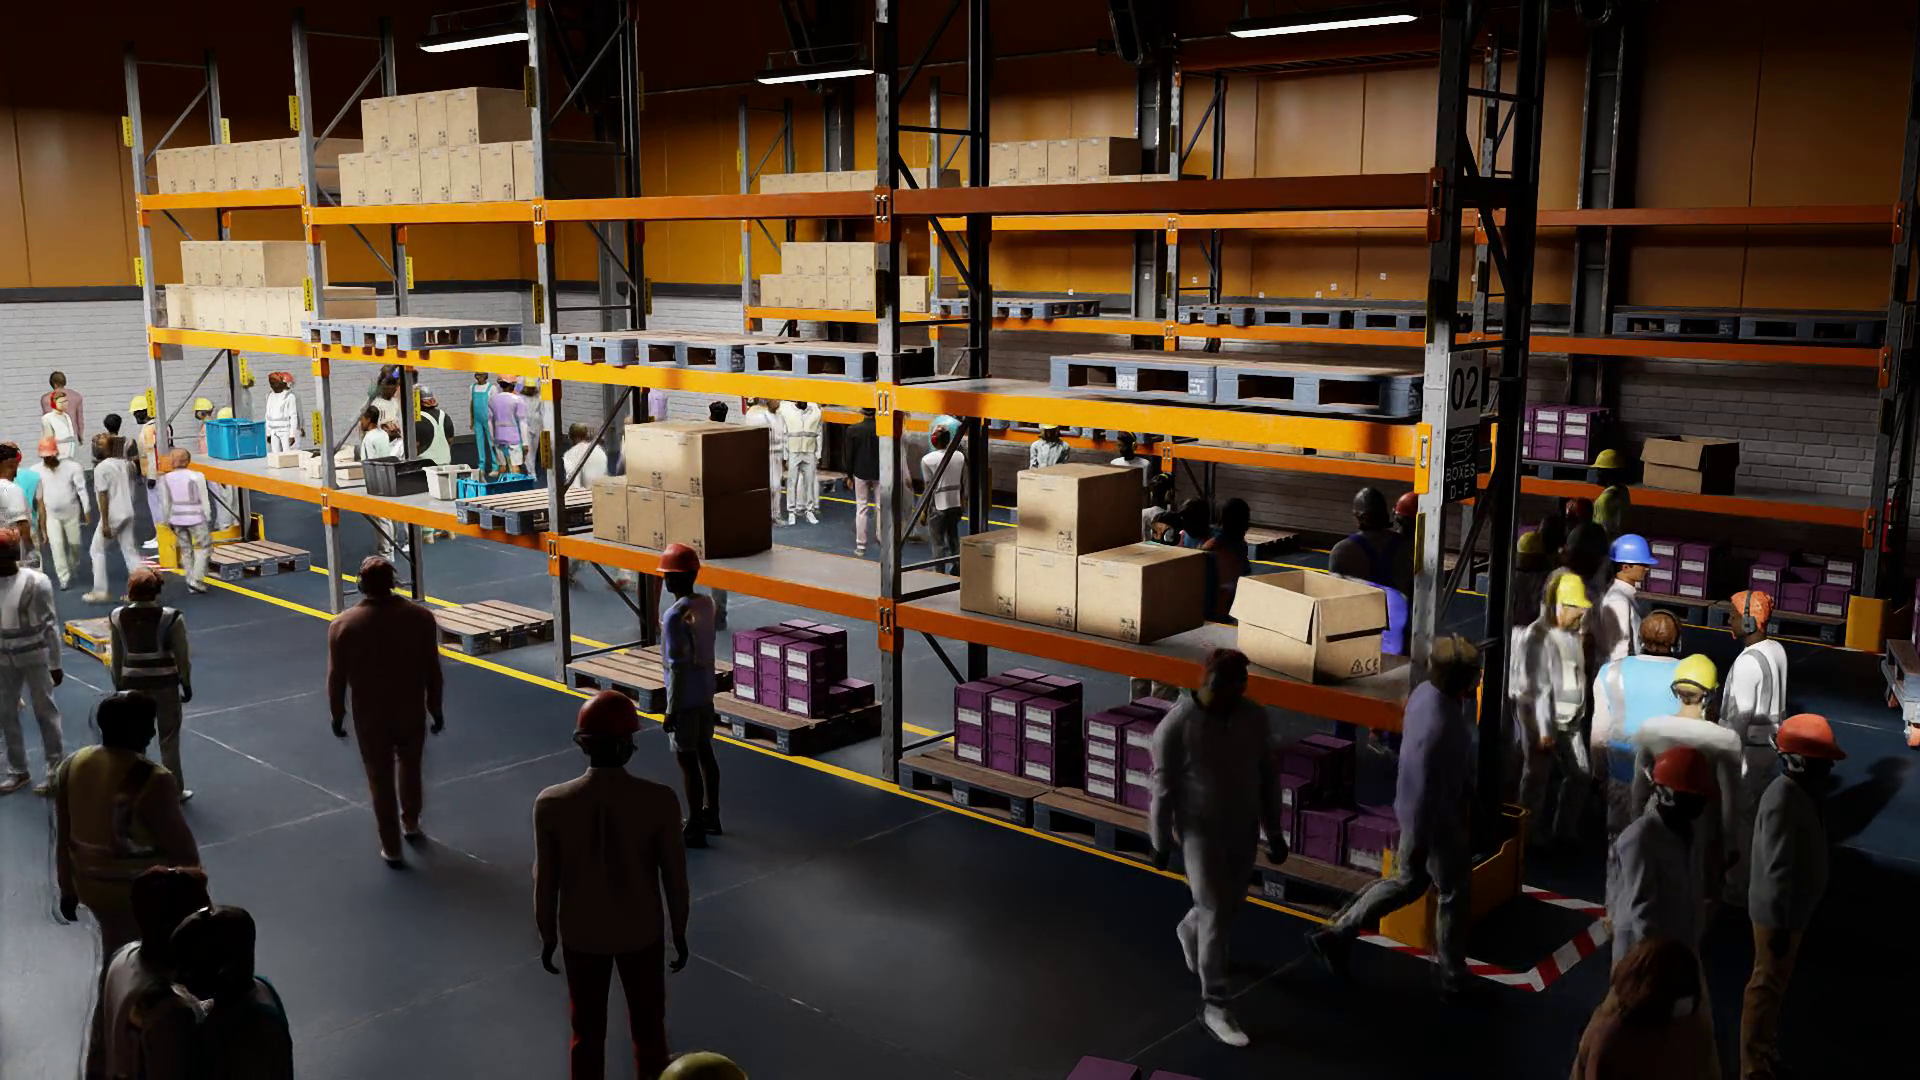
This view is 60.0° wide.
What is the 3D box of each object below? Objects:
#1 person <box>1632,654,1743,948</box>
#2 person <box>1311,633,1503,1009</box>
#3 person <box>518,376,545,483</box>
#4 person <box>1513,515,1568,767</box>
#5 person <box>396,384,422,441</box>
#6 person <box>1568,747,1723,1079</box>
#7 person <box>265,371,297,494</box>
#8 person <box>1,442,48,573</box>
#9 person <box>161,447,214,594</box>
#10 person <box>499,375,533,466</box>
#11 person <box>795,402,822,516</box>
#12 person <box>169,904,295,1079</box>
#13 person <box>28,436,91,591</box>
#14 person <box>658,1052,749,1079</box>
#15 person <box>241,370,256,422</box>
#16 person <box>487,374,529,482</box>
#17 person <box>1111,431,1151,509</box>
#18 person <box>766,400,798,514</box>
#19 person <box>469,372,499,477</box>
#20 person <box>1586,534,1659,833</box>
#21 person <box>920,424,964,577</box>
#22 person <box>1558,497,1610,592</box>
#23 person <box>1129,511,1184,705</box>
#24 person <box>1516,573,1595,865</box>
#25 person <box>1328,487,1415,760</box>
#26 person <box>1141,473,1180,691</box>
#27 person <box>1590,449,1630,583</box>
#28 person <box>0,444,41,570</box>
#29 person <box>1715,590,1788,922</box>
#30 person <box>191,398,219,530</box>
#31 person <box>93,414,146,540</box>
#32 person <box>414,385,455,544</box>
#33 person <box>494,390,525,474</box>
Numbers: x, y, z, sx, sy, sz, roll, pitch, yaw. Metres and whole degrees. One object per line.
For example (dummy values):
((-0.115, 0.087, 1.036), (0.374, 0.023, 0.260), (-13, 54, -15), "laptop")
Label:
((3.627, 1.441, 8.319), (0.406, 1.754, 0.567), (-9, 13, -40), "person")
((2.253, 1.384, 8.265), (0.856, 1.911, 0.620), (1, 10, 5), "person")
((-6.959, -1.813, 26.917), (0.490, 1.696, 0.933), (-5, 11, -25), "person")
((4.259, 0.733, 12.103), (0.507, 1.846, 0.345), (4, 11, 22), "person")
((-7.459, -1.201, 22.890), (0.642, 1.902, 0.401), (10, 14, 44), "person")
((2.973, 1.708, 6.989), (0.559, 1.707, 0.857), (-6, 12, -31), "person")
((-10.320, -1.617, 25.269), (0.573, 1.887, 0.356), (5, 11, 24), "person")
((-9.429, -0.062, 16.619), (0.563, 1.837, 0.395), (-6, 12, -31), "person")
((-8.315, -0.200, 17.968), (0.550, 1.623, 0.411), (1, 10, 6), "person")
((-7.570, -2.208, 28.498), (0.591, 1.925, 0.385), (-4, 11, -19), "person")
((-2.184, -1.279, 23.395), (0.579, 1.879, 0.344), (-10, 14, -44), "person")
((-2.178, 1.979, 5.069), (0.346, 1.841, 0.505), (-5, 11, -26), "person")
((-9.994, -0.328, 18.480), (0.610, 1.712, 0.732), (-5, 11, -26), "person")
((-0.729, 2.133, 4.111), (0.670, 1.871, 0.706), (9, 14, 43), "person")
((-11.894, -1.959, 27.667), (0.438, 1.716, 0.542), (0, 10, -1), "person")
((-6.417, -1.419, 23.702), (0.605, 2.045, 0.388), (4, 11, 20), "person")
((1.789, -0.242, 17.595), (0.530, 1.856, 0.336), (8, 13, 36), "person")
((-2.451, -1.316, 23.488), (0.608, 1.913, 0.425), (2, 10, 10), "person")
((-7.805, -1.945, 27.282), (0.501, 1.839, 0.342), (3, 10, 16), "person")
((4.251, 0.920, 10.750), (0.384, 1.948, 0.605), (3, 11, 17), "person")
((-0.181, -0.335, 18.133), (0.565, 1.845, 0.384), (-8, 13, -40), "person")
((4.749, 0.593, 12.827), (0.600, 1.863, 0.600), (-8, 13, -37), "person")
((1.491, 0.688, 12.416), (0.431, 1.834, 0.633), (-6, 12, -31), "person")
((3.656, 1.102, 10.098), (0.612, 1.813, 0.556), (-9, 13, -41), "person")
((3.021, 0.603, 12.283), (0.688, 2.000, 0.537), (-1, 10, -3), "person")
((1.710, 0.357, 14.157), (0.328, 1.872, 0.515), (-10, 14, -44), "person")
((5.943, 0.123, 15.316), (0.370, 1.927, 0.588), (7, 12, 33), "person")
((-8.910, 0.070, 15.631), (0.650, 1.926, 0.694), (-9, 13, -41), "person")
((4.423, 1.204, 9.355), (0.370, 1.879, 0.579), (9, 14, 42), "person")
((-10.017, -1.009, 22.172), (0.328, 1.767, 0.532), (-4, 11, -21), "person")
((-10.638, -0.777, 21.112), (0.550, 1.665, 0.787), (-2, 10, -13), "person")
((-6.817, -0.986, 21.267), (0.535, 2.000, 0.685), (6, 11, 29), "person")
((-6.437, -1.282, 23.797), (0.577, 1.737, 0.354), (5, 11, 27), "person")
